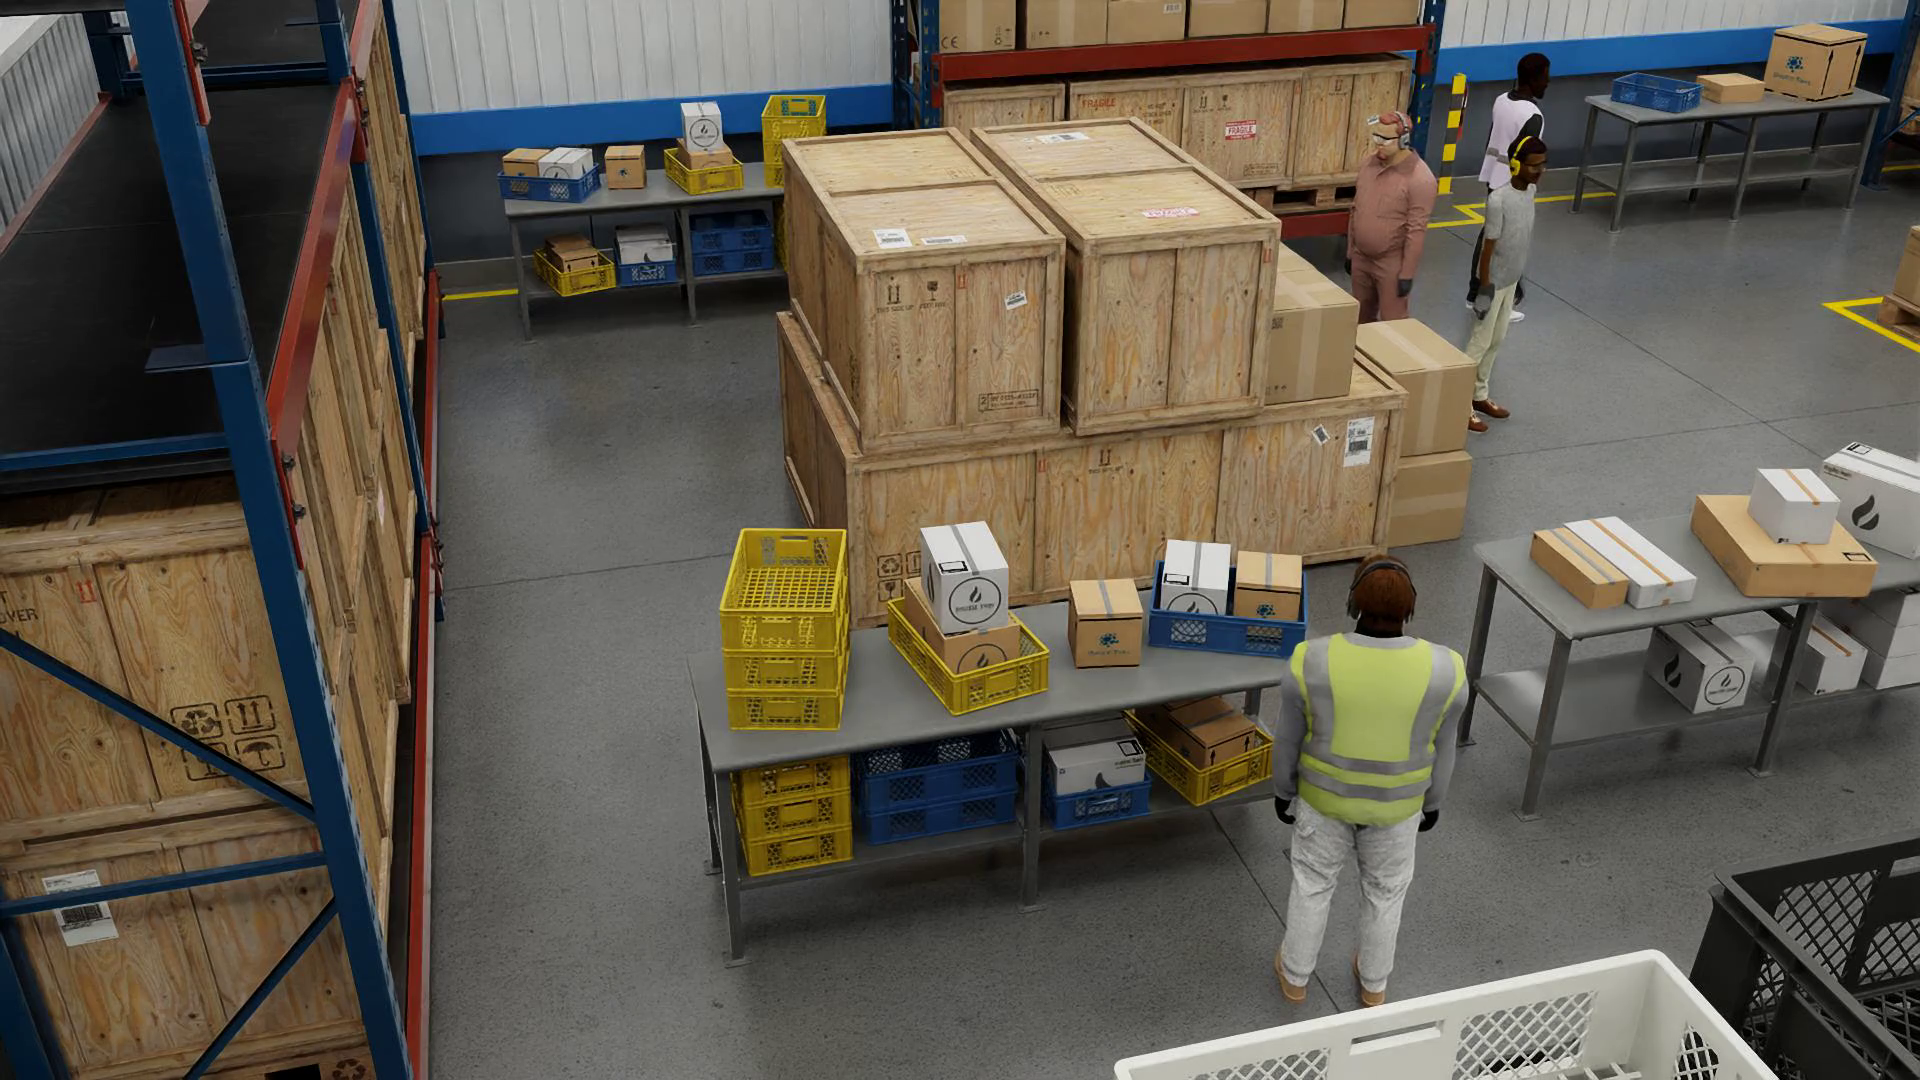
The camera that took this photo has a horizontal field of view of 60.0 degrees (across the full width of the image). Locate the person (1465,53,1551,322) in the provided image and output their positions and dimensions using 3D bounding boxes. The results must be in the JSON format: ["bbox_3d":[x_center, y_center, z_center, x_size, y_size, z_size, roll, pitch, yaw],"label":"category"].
[{"bbox_3d":[3.960,-2.543,12.010,0.377,1.917,0.600,-5,29,-8],"label":"person"}]

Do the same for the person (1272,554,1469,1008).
[{"bbox_3d":[1.407,0.883,5.884,0.619,1.835,0.430,5,29,10],"label":"person"}]

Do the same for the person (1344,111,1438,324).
[{"bbox_3d":[2.706,-1.808,10.703,0.398,1.899,0.639,-16,33,-27],"label":"person"}]

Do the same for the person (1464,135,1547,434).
[{"bbox_3d":[3.369,-1.595,10.339,0.309,1.868,0.534,24,37,37],"label":"person"}]
